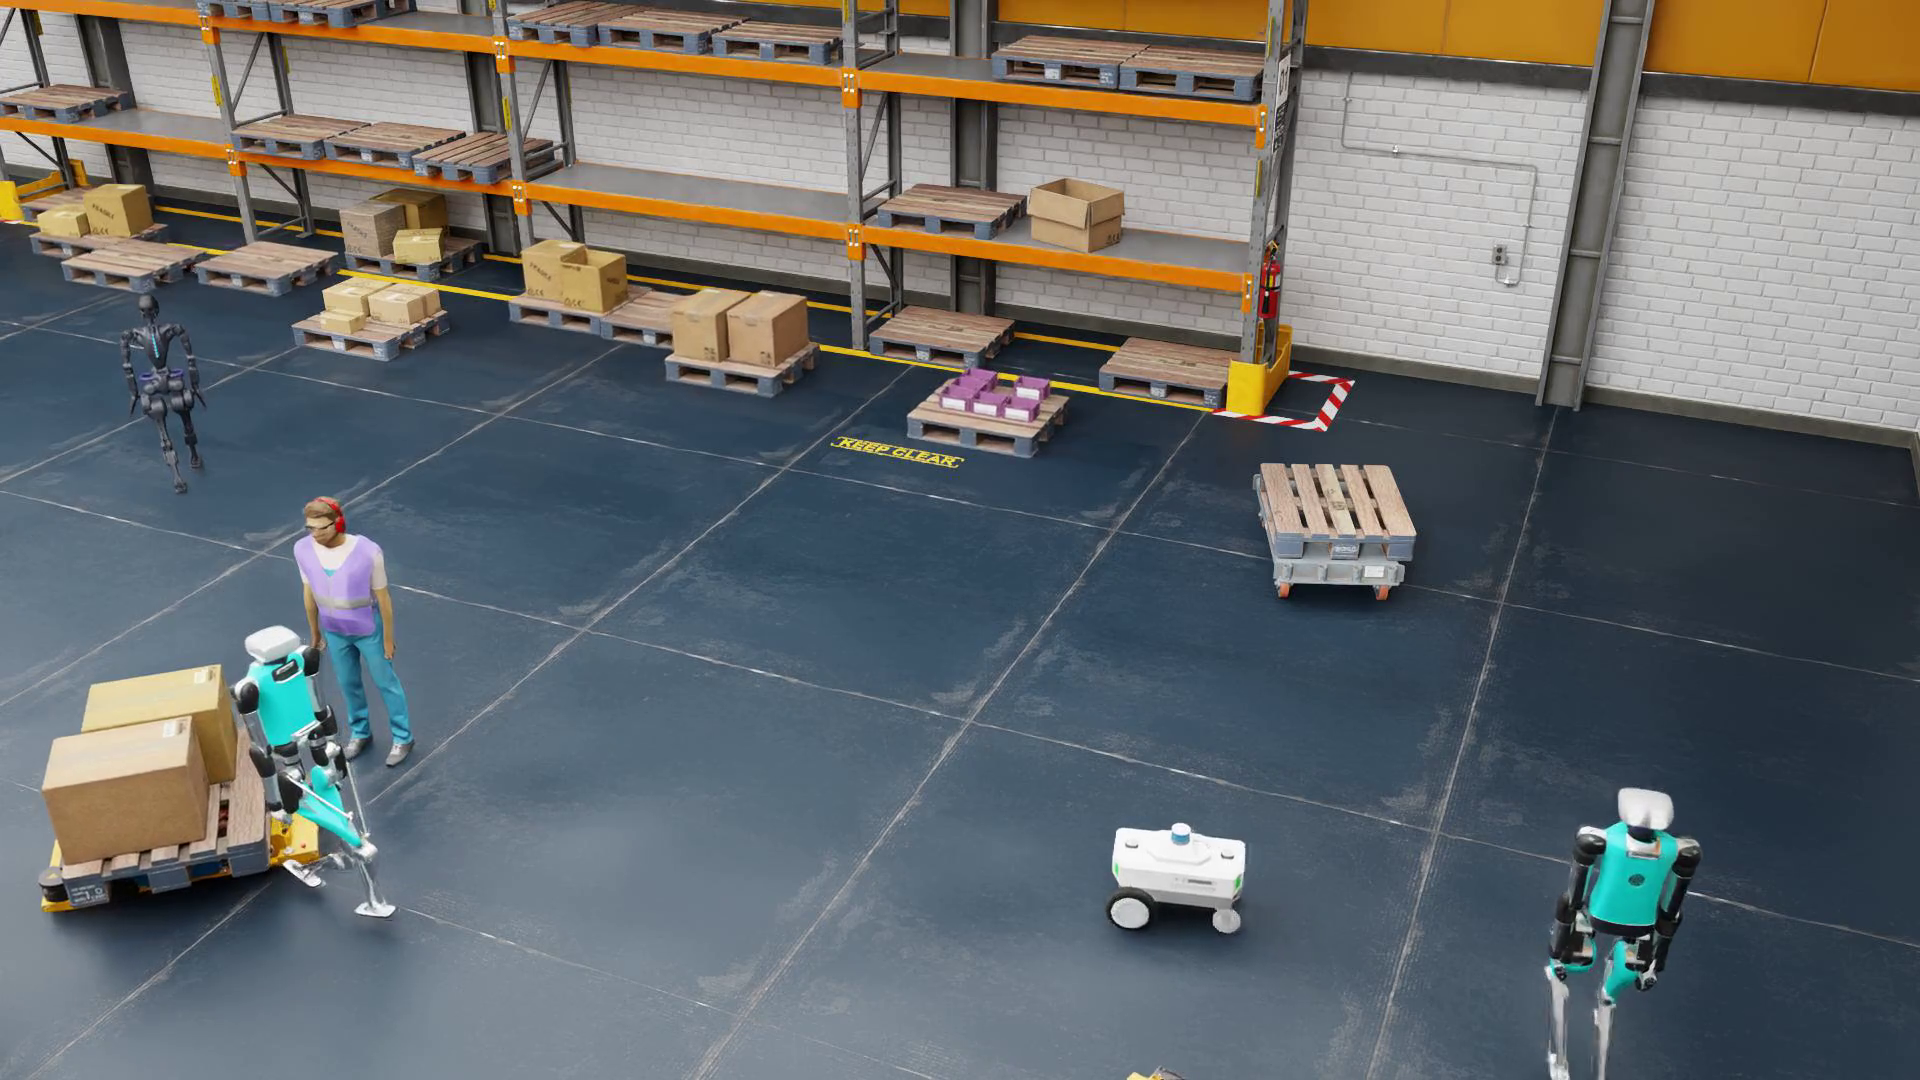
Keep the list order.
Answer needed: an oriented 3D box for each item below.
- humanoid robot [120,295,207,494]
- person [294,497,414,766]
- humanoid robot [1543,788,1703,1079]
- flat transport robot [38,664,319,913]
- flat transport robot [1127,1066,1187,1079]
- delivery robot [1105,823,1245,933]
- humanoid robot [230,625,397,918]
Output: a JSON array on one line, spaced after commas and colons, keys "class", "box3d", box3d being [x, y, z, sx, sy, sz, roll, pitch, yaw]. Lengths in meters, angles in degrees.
[{"class": "humanoid robot", "box3d": [-6.638, -1.257, 13.868, 0.588, 1.629, 0.744, -13, 30, -23]}, {"class": "person", "box3d": [-3.699, 0.542, 10.177, 0.559, 1.834, 0.398, 6, 28, 11]}, {"class": "humanoid robot", "box3d": [3.003, 1.852, 7.782, 0.546, 1.833, 0.669, 4, 28, 8]}, {"class": "flat transport robot", "box3d": [-4.456, 1.737, 9.563, 1.431, 0.231, 0.659, -9, 29, -17]}, {"class": "flat transport robot", "box3d": [1.200, 2.863, 7.381, 1.431, 0.231, 0.659, 20, 33, 33]}, {"class": "delivery robot", "box3d": [1.178, 1.816, 9.092, 0.784, 0.589, 0.499, 5, 28, 9]}, {"class": "humanoid robot", "box3d": [-3.318, 1.315, 8.828, 1.054, 1.747, 0.539, 12, 30, 22]}]
